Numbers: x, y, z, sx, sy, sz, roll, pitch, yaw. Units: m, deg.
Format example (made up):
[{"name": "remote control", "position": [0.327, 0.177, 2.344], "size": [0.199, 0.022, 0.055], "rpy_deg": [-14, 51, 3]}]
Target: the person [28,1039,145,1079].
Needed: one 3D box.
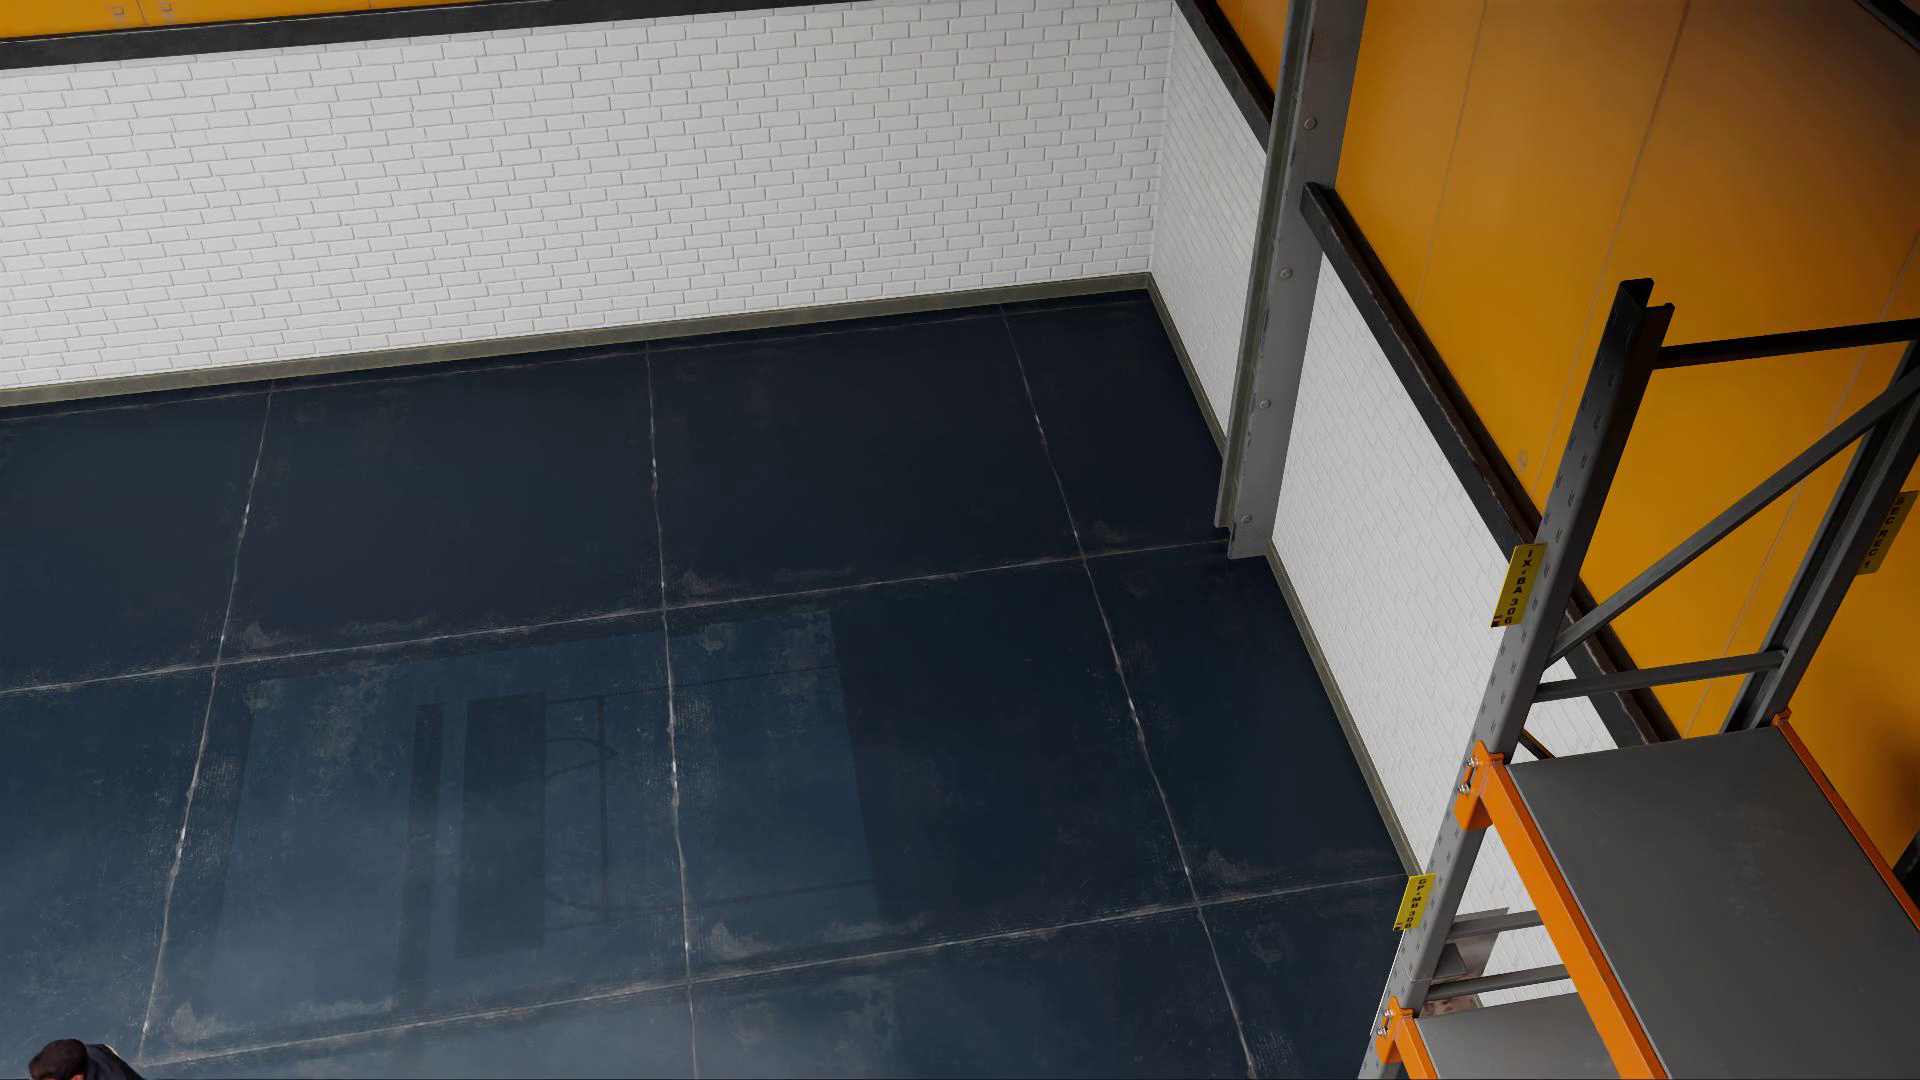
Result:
[{"name": "person", "position": [-3.763, 2.778, 7.827], "size": [1.183, 1.889, 1.195], "rpy_deg": [-31, 52, -29]}]
